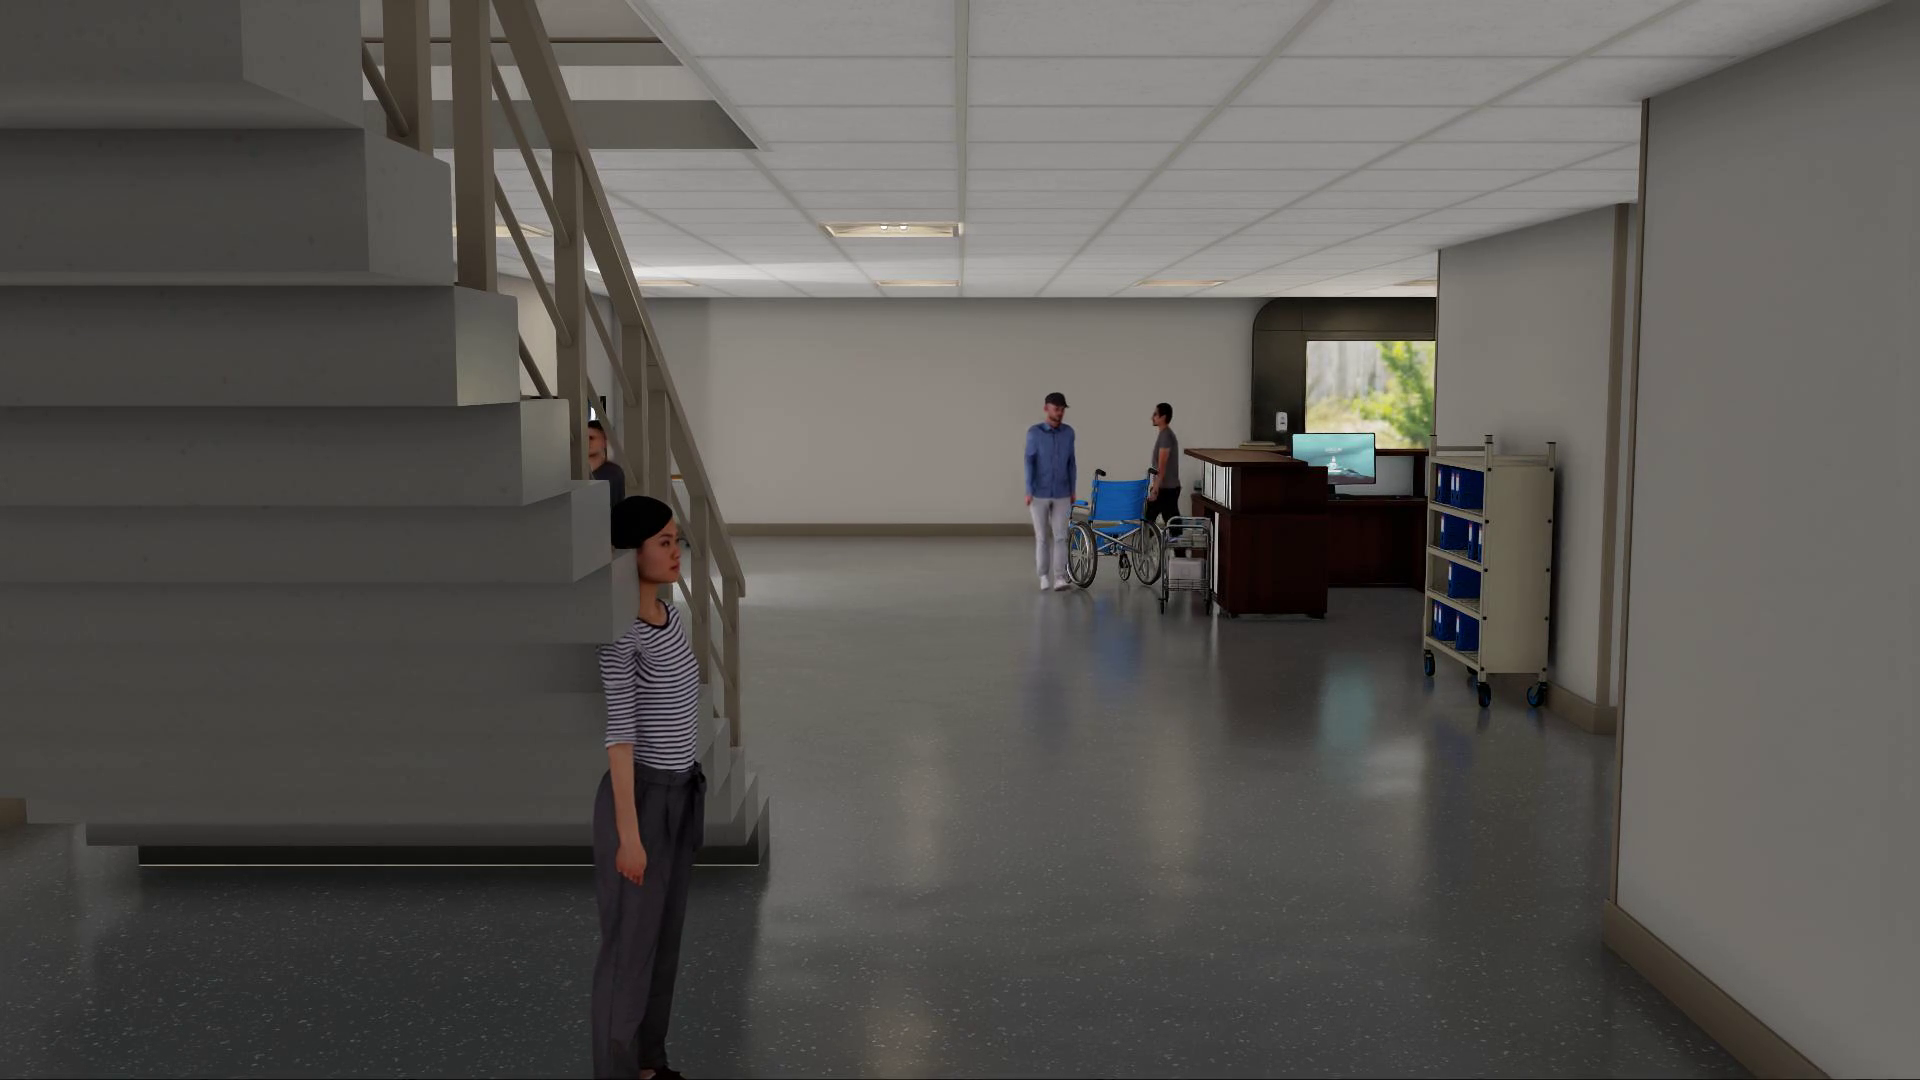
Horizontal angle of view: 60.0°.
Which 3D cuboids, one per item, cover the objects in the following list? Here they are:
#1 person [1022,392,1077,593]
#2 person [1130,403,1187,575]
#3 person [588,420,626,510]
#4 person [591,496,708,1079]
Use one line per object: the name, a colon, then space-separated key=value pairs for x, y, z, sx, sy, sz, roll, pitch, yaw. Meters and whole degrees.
person: x=0.823 y=-0.427 z=15.540 sx=0.825 sy=1.845 sz=1.100 roll=-1 pitch=6 yaw=-10
person: x=2.176 y=-0.511 z=16.927 sx=0.683 sy=1.734 sz=0.783 roll=0 pitch=6 yaw=-3
person: x=-2.301 y=0.129 z=10.633 sx=0.784 sy=1.719 sz=1.167 roll=1 pitch=6 yaw=12
person: x=-0.867 y=0.739 z=4.507 sx=0.686 sy=1.733 sz=0.503 roll=1 pitch=6 yaw=9
